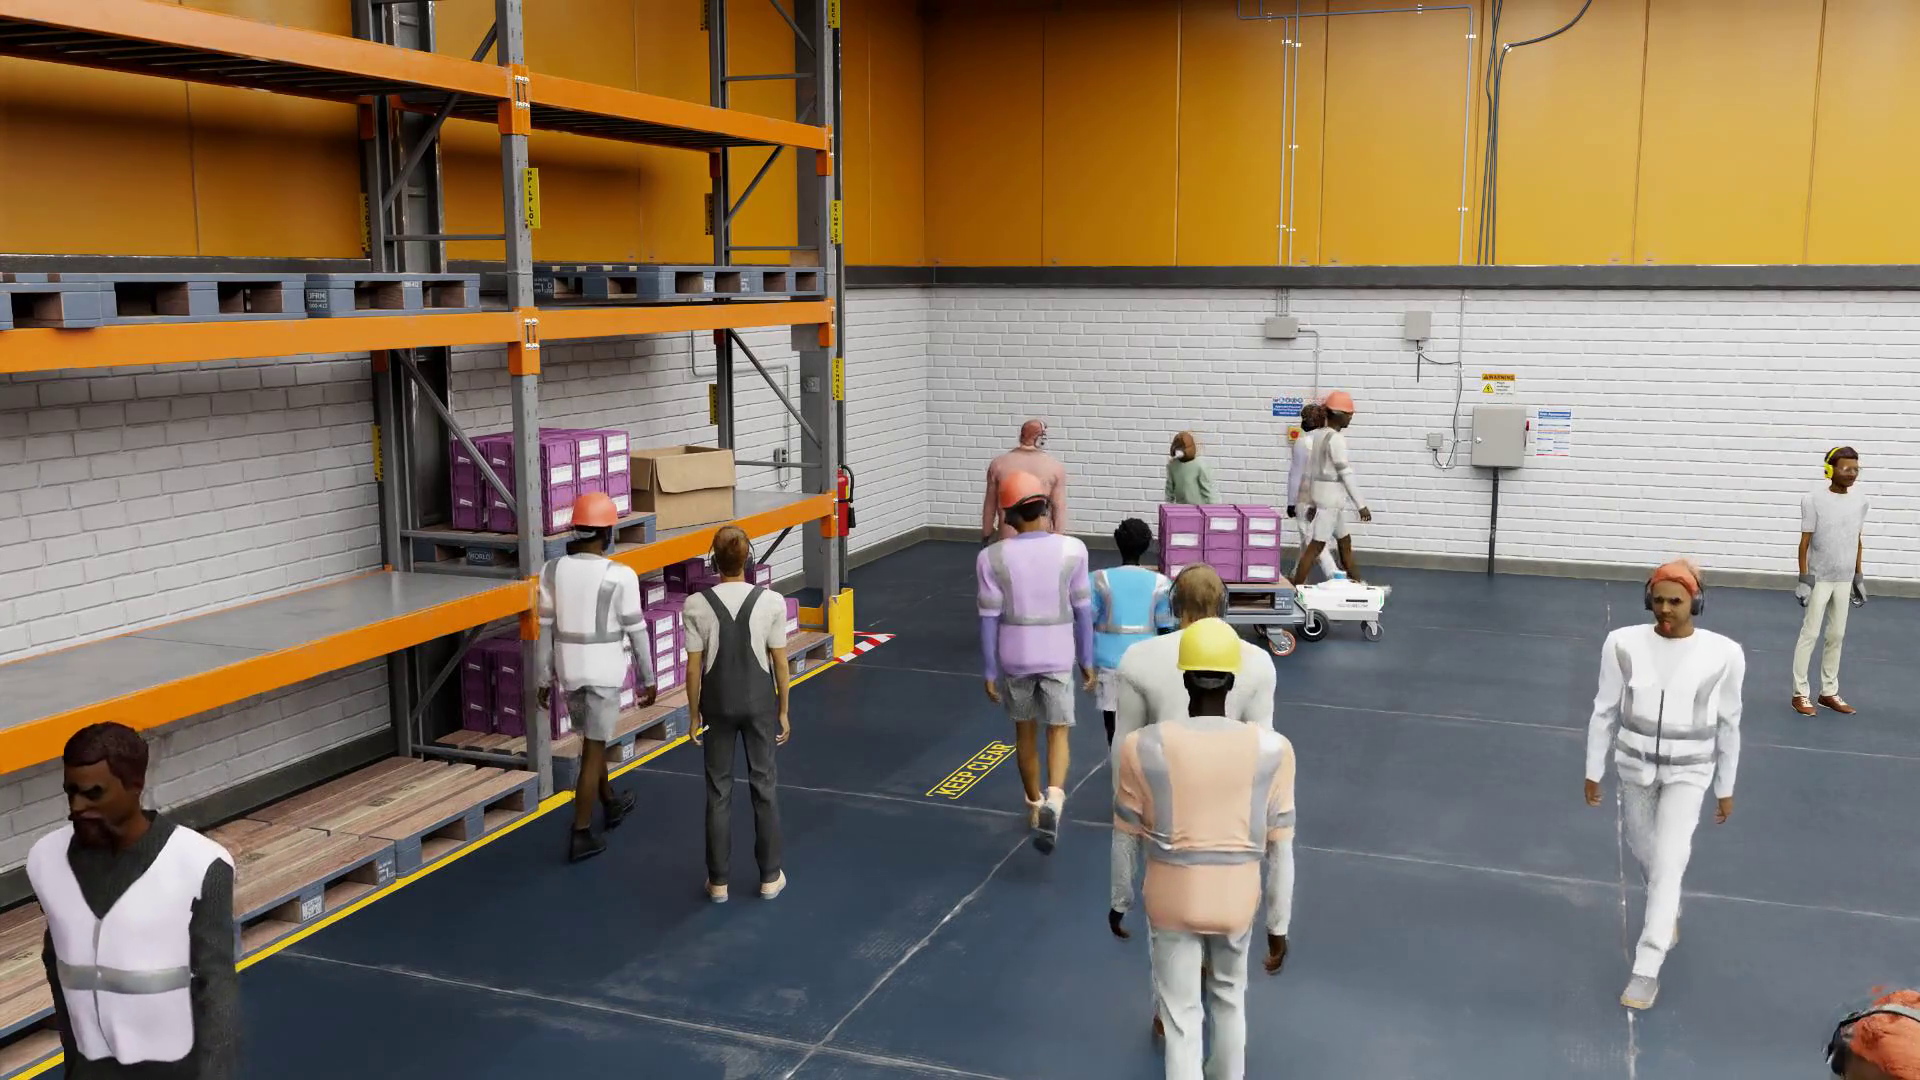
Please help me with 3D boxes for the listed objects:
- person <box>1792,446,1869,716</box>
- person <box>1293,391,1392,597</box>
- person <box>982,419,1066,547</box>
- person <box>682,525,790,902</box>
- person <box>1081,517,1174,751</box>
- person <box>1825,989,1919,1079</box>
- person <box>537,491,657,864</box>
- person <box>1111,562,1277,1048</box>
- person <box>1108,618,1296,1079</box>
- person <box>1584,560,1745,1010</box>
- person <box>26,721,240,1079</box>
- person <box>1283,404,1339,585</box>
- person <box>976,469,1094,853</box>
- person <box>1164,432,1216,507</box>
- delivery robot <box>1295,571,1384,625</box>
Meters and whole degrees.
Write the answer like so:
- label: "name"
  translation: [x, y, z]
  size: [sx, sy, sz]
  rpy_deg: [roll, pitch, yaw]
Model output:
- label: "person"
  translation: [6.021, 0.280, 11.483]
  size: [0.513, 1.875, 0.328]
  rpy_deg: [-2, 9, -10]
- label: "person"
  translation: [3.437, -0.346, 15.048]
  size: [1.019, 1.988, 0.620]
  rpy_deg: [0, 9, 2]
- label: "person"
  translation: [0.517, -0.049, 13.522]
  size: [0.678, 1.869, 0.826]
  rpy_deg: [0, 9, 2]
- label: "person"
  translation: [-1.077, 0.840, 8.057]
  size: [0.507, 1.847, 0.346]
  rpy_deg: [-1, 9, -7]
- label: "person"
  translation: [0.967, 0.698, 9.542]
  size: [0.524, 1.654, 0.868]
  rpy_deg: [-1, 9, -8]
- label: "person"
  translation: [1.673, 1.646, 3.015]
  size: [0.338, 1.855, 0.731]
  rpy_deg: [4, 10, 23]
- label: "person"
  translation: [-1.875, 0.686, 8.832]
  size: [0.576, 1.896, 0.915]
  rpy_deg: [3, 10, 19]
- label: "person"
  translation: [0.940, 1.023, 6.786]
  size: [0.649, 1.893, 0.929]
  rpy_deg: [1, 9, 6]
- label: "person"
  translation: [0.798, 1.196, 5.651]
  size: [0.588, 1.904, 0.722]
  rpy_deg: [-1, 9, -3]
- label: "person"
  translation: [3.033, 0.984, 7.172]
  size: [0.588, 1.848, 0.955]
  rpy_deg: [7, 11, 36]
- label: "person"
  translation: [-2.217, 1.398, 4.484]
  size: [0.613, 1.862, 0.996]
  rpy_deg: [1, 9, 8]
- label: "person"
  translation: [3.425, -0.402, 15.995]
  size: [0.636, 1.817, 0.863]
  rpy_deg: [-7, 11, -36]
- label: "person"
  translation: [0.406, 0.644, 8.765]
  size: [0.643, 2.014, 0.811]
  rpy_deg: [0, 9, -1]
- label: "person"
  translation: [2.185, -0.255, 15.795]
  size: [0.923, 1.568, 0.552]
  rpy_deg: [-7, 11, -37]
- label: "delivery robot"
  translation: [3.174, 0.504, 13.911]
  size: [0.707, 0.478, 0.477]
  rpy_deg: [1, 9, 6]
